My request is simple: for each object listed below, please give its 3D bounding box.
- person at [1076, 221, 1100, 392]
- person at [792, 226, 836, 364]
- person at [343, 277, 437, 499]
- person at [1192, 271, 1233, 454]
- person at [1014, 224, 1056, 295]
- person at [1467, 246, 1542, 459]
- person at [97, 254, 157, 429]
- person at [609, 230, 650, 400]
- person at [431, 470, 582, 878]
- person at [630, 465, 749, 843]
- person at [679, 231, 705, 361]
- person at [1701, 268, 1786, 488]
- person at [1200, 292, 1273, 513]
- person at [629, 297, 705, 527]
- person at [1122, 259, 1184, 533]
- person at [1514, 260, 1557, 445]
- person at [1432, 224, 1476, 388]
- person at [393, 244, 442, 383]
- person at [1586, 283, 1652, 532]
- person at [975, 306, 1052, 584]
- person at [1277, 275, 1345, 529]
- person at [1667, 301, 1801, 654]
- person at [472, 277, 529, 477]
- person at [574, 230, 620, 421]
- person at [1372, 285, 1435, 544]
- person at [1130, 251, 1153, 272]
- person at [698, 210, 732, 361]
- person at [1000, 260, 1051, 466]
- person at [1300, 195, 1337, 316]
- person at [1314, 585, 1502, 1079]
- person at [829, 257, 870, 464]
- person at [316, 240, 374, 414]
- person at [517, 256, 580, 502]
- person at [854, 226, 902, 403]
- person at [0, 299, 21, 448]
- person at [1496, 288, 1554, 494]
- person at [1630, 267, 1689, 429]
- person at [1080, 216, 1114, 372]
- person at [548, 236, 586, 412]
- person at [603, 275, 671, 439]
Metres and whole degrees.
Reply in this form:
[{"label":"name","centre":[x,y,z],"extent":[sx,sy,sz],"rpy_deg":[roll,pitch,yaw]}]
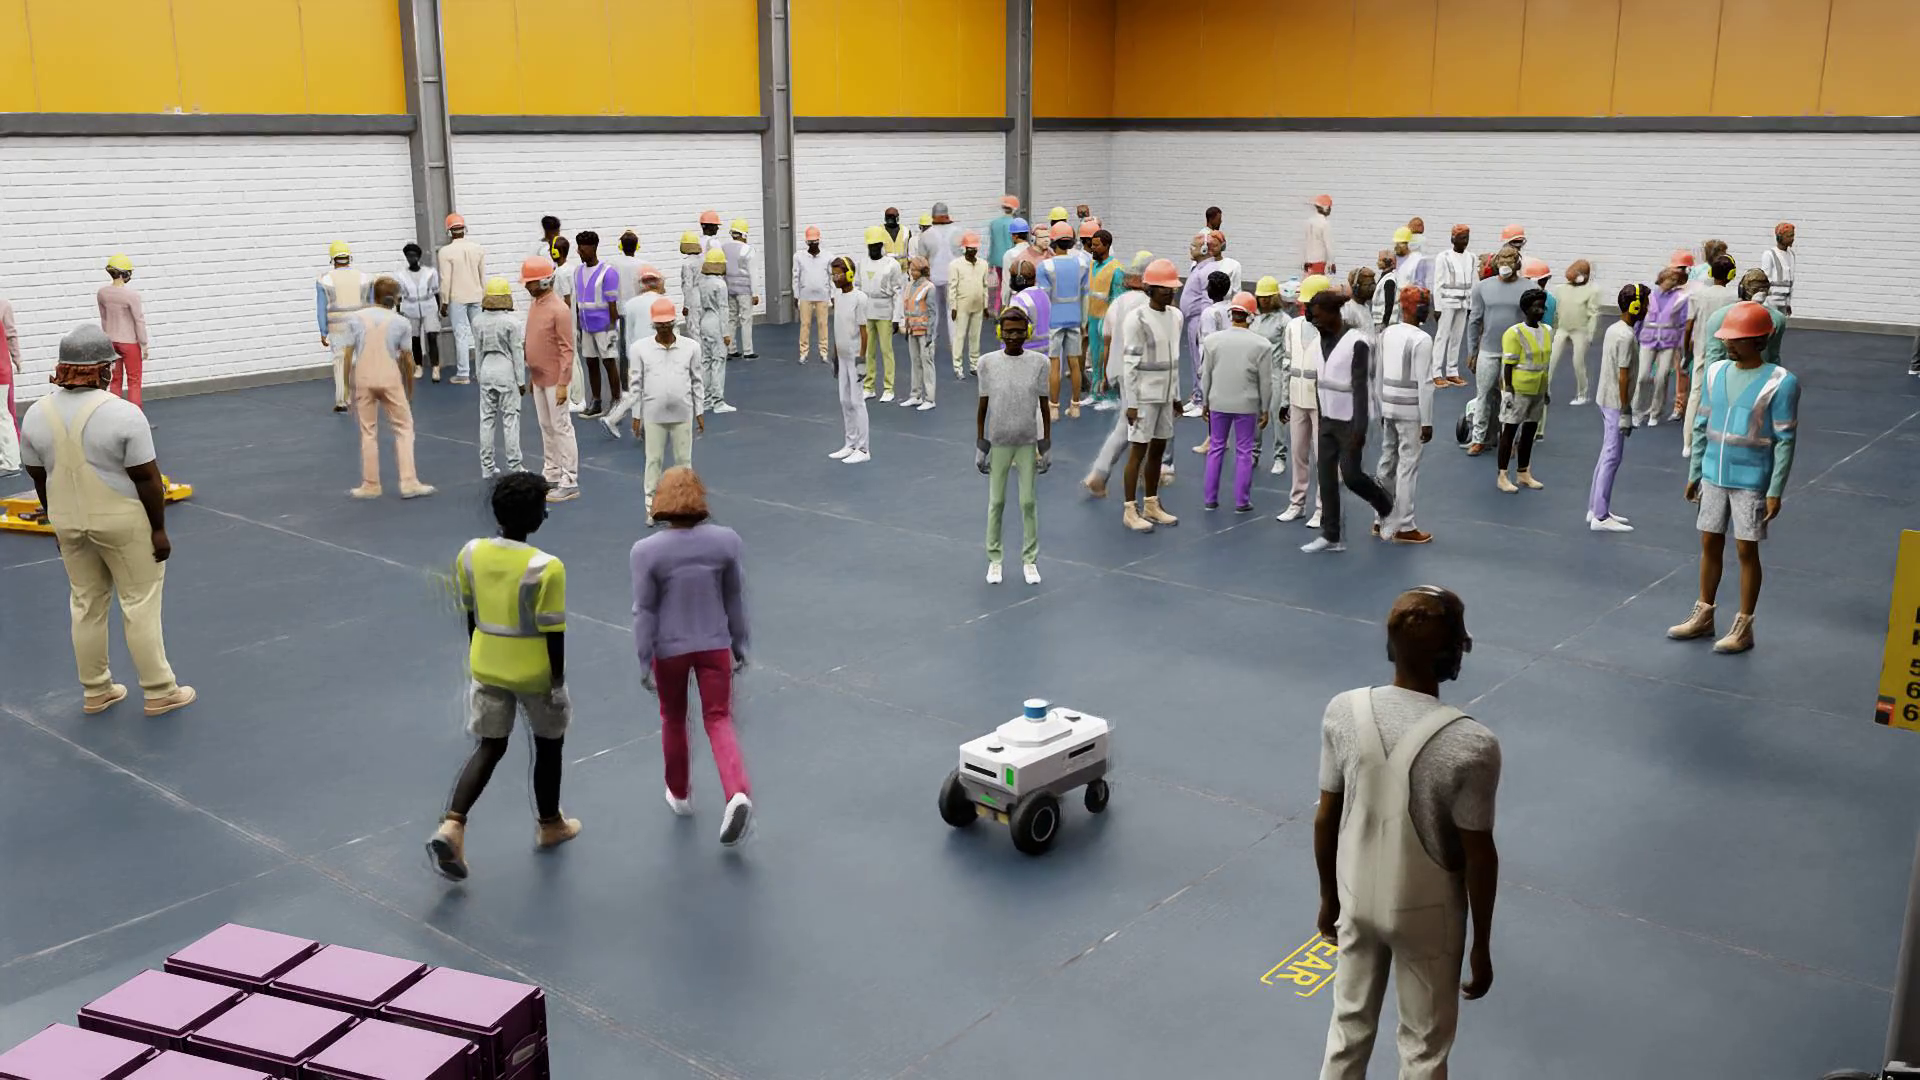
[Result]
[{"label":"person","centre":[1.464,-2.667,19.041],"extent":[0.358,1.938,0.542],"rpy_deg":[1,14,2]},{"label":"person","centre":[-1.859,-3.130,21.262],"extent":[0.564,1.752,0.339],"rpy_deg":[-1,14,-4]},{"label":"person","centre":[-4.705,-1.222,13.541],"extent":[0.693,1.813,0.352],"rpy_deg":[-3,14,-12]},{"label":"person","centre":[2.372,-1.639,15.424],"extent":[0.318,1.697,0.535],"rpy_deg":[10,17,34]},{"label":"person","centre":[0.914,-2.635,18.976],"extent":[0.652,1.906,0.409],"rpy_deg":[-12,19,-40]},{"label":"person","centre":[4.962,-1.714,15.229],"extent":[0.638,1.938,0.357],"rpy_deg":[6,15,22]},{"label":"person","centre":[-8.320,-1.964,16.600],"extent":[0.518,1.756,0.347],"rpy_deg":[4,15,15]},{"label":"person","centre":[-3.642,-2.492,18.474],"extent":[0.513,1.873,0.329],"rpy_deg":[2,14,8]},{"label":"person","centre":[-1.824,0.551,6.740],"extent":[0.543,1.671,0.711],"rpy_deg":[5,15,20]},{"label":"person","centre":[-1.132,0.487,7.129],"extent":[0.501,1.599,0.728],"rpy_deg":[-6,15,-22]},{"label":"person","centre":[-3.280,-2.900,20.364],"extent":[0.297,1.743,0.493],"rpy_deg":[4,15,15]},{"label":"person","centre":[6.064,-1.133,12.911],"extent":[0.630,1.940,0.372],"rpy_deg":[-2,14,-10]},{"label":"person","centre":[2.176,-1.078,13.095],"extent":[0.574,1.738,0.353],"rpy_deg":[6,15,22]},{"label":"person","centre":[-2.218,-0.971,12.636],"extent":[0.573,1.749,0.338],"rpy_deg":[-4,15,-16]},{"label":"person","centre":[1.479,-1.084,12.500],"extent":[0.611,2.042,0.396],"rpy_deg":[-13,19,-42]},{"label":"person","centre":[5.457,-1.786,15.892],"extent":[0.340,1.749,0.572],"rpy_deg":[11,18,38]},{"label":"person","centre":[5.750,-2.721,19.365],"extent":[0.584,1.882,0.337],"rpy_deg":[-7,16,-27]},{"label":"person","centre":[-6.434,-2.690,19.745],"extent":[0.536,1.632,0.862],"rpy_deg":[-4,15,-16]},{"label":"person","centre":[4.963,-0.996,12.530],"extent":[0.319,1.860,0.517],"rpy_deg":[3,14,13]},{"label":"person","centre":[0.354,-0.625,11.037],"extent":[0.504,1.863,0.332],"rpy_deg":[0,14,2]},{"label":"person","centre":[2.673,-1.051,12.628],"extent":[0.393,1.918,0.585],"rpy_deg":[-12,18,-40]},{"label":"person","centre":[4.458,-0.356,9.596],"extent":[0.394,2.039,0.614],"rpy_deg":[-8,16,-28]},{"label":"person","centre":[-3.963,-1.397,14.386],"extent":[0.482,1.734,0.342],"rpy_deg":[5,15,18]},{"label":"person","centre":[-3.761,-2.217,17.206],"extent":[0.603,1.959,0.372],"rpy_deg":[9,17,33]},{"label":"person","centre":[3.260,-0.916,12.149],"extent":[0.345,1.883,0.584],"rpy_deg":[-5,15,-20]},{"label":"person","centre":[1.863,-2.030,16.845],"extent":[0.314,1.767,0.534],"rpy_deg":[-3,14,-10]},{"label":"person","centre":[-3.228,-3.274,21.473],"extent":[0.547,1.935,0.377],"rpy_deg":[13,19,42]},{"label":"person","centre":[0.576,-1.586,14.936],"extent":[0.430,1.836,0.626],"rpy_deg":[7,16,27]},{"label":"person","centre":[5.594,-4.251,25.321],"extent":[0.938,1.955,0.653],"rpy_deg":[-3,14,-13]},{"label":"person","centre":[1.197,1.019,4.497],"extent":[0.516,1.843,0.326],"rpy_deg":[12,19,41]},{"label":"person","centre":[-1.011,-1.625,15.060],"extent":[0.347,1.851,0.531],"rpy_deg":[-10,17,-34]},{"label":"person","centre":[-6.477,-2.243,17.590],"extent":[0.591,1.823,0.405],"rpy_deg":[-9,16,-31]},{"label":"person","centre":[-3.350,-1.307,13.510],"extent":[0.392,1.985,0.610],"rpy_deg":[-11,18,-38]},{"label":"person","centre":[-0.926,-2.481,18.320],"extent":[0.594,1.924,0.372],"rpy_deg":[7,16,27]},{"label":"person","centre":[-8.967,-1.656,15.364],"extent":[0.525,1.760,0.340],"rpy_deg":[-13,19,-41]},{"label":"person","centre":[4.708,-1.239,13.822],"extent":[0.540,1.696,0.315],"rpy_deg":[-8,16,-29]},{"label":"person","centre":[7.004,-1.922,16.704],"extent":[0.539,1.608,0.571],"rpy_deg":[6,15,22]},{"label":"person","centre":[1.631,-3.035,20.573],"extent":[0.401,1.906,0.649],"rpy_deg":[-6,15,-22]},{"label":"person","centre":[-4.188,-2.290,17.685],"extent":[0.311,1.863,0.534],"rpy_deg":[-1,14,-3]},{"label":"person","centre":[-3.102,-1.754,16.065],"extent":[0.696,1.608,0.530],"rpy_deg":[-3,14,-12]}]
